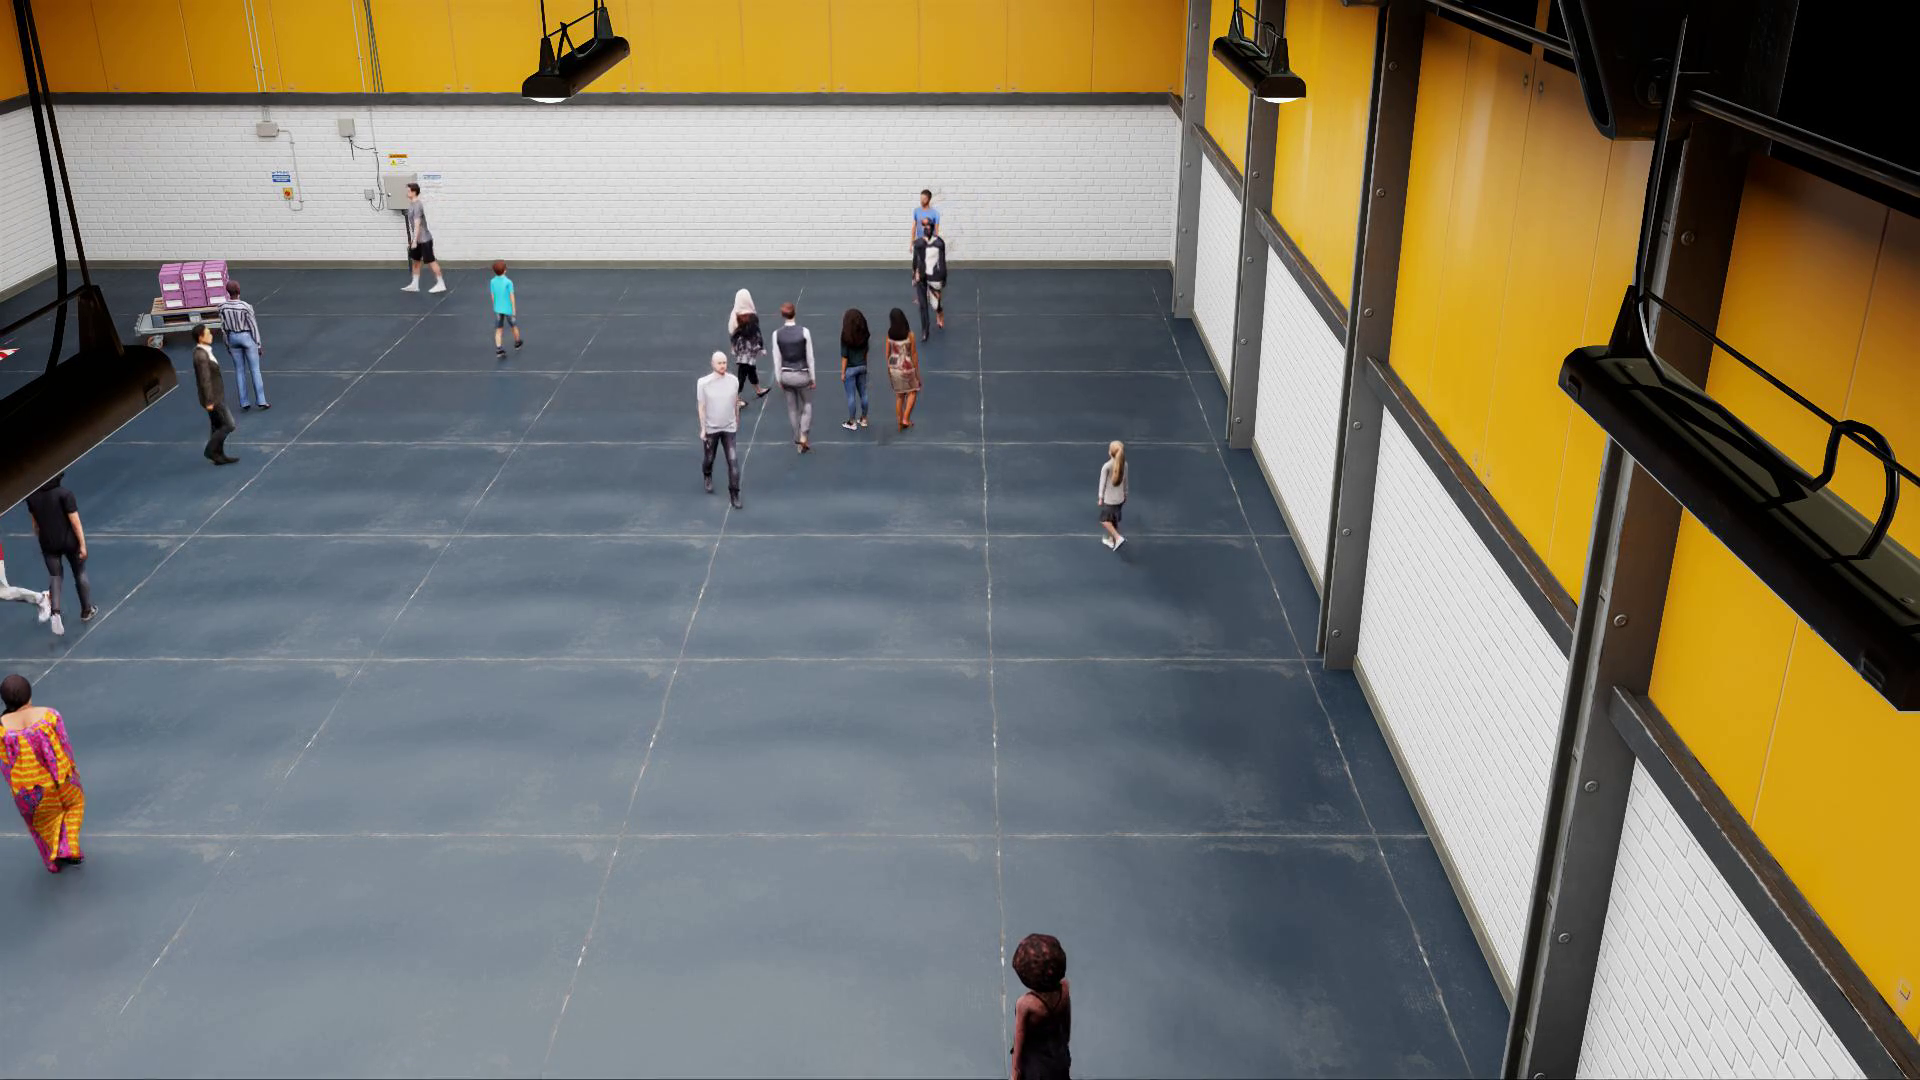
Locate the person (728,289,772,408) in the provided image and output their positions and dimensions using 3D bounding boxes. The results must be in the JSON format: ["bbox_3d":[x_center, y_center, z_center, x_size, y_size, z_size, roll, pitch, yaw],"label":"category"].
[{"bbox_3d":[-2.958,-2.549,22.433,1.066,1.605,0.999,-22,32,-40],"label":"person"}]

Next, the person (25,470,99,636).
[{"bbox_3d":[-8.822,0.054,16.226,0.736,1.807,1.020,-3,24,-6],"label":"person"}]

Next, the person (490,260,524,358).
[{"bbox_3d":[-6.787,-3.403,24.624,0.619,1.414,0.965,4,24,8],"label":"person"}]

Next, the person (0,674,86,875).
[{"bbox_3d":[-6.886,1.782,12.462,0.817,1.656,0.934,-9,25,-20],"label":"person"}]

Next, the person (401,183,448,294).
[{"bbox_3d":[-8.914,-5.061,27.867,0.994,1.855,1.032,-10,25,-21],"label":"person"}]

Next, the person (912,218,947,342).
[{"bbox_3d":[-0.462,-4.009,25.433,0.817,1.878,0.986,5,24,12],"label":"person"}]

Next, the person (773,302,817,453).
[{"bbox_3d":[-2.073,-1.994,20.769,0.708,1.922,0.711,3,24,6],"label":"person"}]

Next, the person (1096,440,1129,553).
[{"bbox_3d":[1.688,-0.459,18.077,0.694,1.266,0.784,-14,27,-29],"label":"person"}]

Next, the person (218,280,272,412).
[{"bbox_3d":[-9.623,-2.606,22.325,0.622,1.795,0.512,0,24,0],"label":"person"}]

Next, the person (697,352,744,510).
[{"bbox_3d":[-2.830,-1.324,19.372,0.943,1.813,1.267,-8,25,-18],"label":"person"}]

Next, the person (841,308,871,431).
[{"bbox_3d":[-1.375,-2.248,21.730,0.715,1.617,0.761,-17,29,-33],"label":"person"}]

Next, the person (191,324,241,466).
[{"bbox_3d":[-9.252,-1.748,20.367,0.872,1.793,0.762,-10,26,-22],"label":"person"}]

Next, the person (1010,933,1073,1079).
[{"bbox_3d":[0.518,3.035,9.444,0.819,1.777,0.901,-18,29,-35],"label":"person"}]

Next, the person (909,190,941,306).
[{"bbox_3d":[-0.529,-4.872,27.463,1.072,1.833,1.268,15,28,31],"label":"person"}]

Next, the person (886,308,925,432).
[{"bbox_3d":[-0.790,-2.172,21.559,0.755,1.614,0.783,11,26,23],"label":"person"}]
